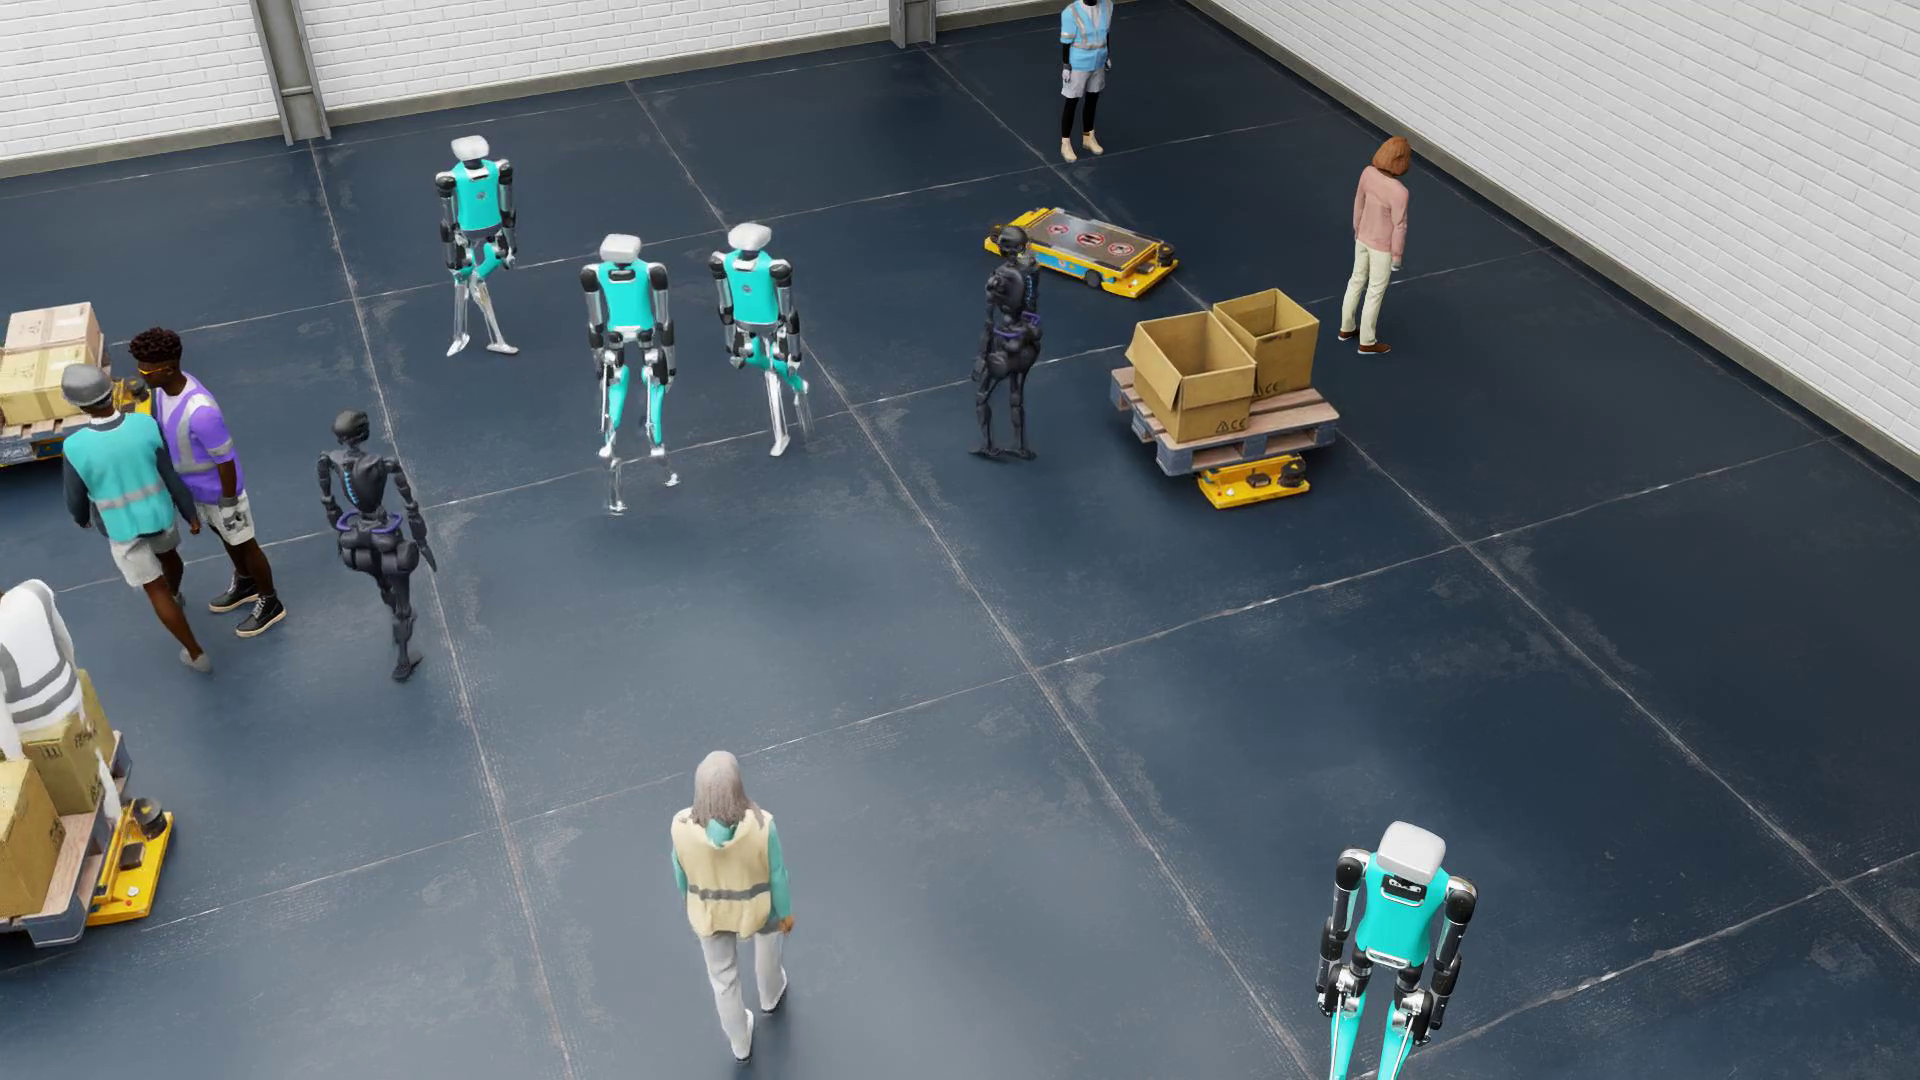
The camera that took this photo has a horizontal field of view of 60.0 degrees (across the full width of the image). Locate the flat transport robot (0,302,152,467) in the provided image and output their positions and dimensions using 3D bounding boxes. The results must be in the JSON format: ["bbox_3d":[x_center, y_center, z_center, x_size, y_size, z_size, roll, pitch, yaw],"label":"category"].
[{"bbox_3d":[-6.262,-0.752,11.253,1.431,0.231,0.659,-12,39,-15],"label":"flat transport robot"}]

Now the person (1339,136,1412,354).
[{"bbox_3d":[2.990,-2.112,11.900,0.265,1.632,0.507,-16,40,-20],"label":"person"}]

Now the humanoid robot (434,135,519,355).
[{"bbox_3d":[-3.484,-2.106,11.805,0.587,1.773,0.877,-22,43,-26],"label":"humanoid robot"}]

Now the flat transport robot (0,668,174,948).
[{"bbox_3d":[-4.676,1.644,8.134,1.431,0.231,0.659,-6,38,-8],"label":"flat transport robot"}]

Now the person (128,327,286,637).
[{"bbox_3d":[-4.203,-0.326,9.306,0.368,1.964,0.607,-29,46,-32],"label":"person"}]

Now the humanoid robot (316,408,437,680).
[{"bbox_3d":[-3.186,-0.018,9.151,0.588,1.636,0.617,6,38,8],"label":"humanoid robot"}]

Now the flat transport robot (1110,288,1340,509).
[{"bbox_3d":[1.729,-0.721,11.212,0.659,0.231,1.431,-11,39,-14],"label":"flat transport robot"}]

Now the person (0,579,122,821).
[{"bbox_3d":[-4.434,0.782,7.944,0.608,1.859,0.605,17,41,21],"label":"person"}]

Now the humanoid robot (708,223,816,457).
[{"bbox_3d":[-1.218,-1.282,10.812,0.539,1.859,0.745,10,39,12],"label":"humanoid robot"}]

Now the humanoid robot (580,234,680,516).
[{"bbox_3d":[-2.033,-0.941,10.322,0.530,1.797,0.801,-2,38,-3],"label":"humanoid robot"}]

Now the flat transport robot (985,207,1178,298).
[{"bbox_3d":[0.966,-2.328,13.304,1.431,0.231,0.659,24,44,28],"label":"flat transport robot"}]

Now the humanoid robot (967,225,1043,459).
[{"bbox_3d":[0.313,-1.274,10.782,0.465,1.637,0.585,25,44,29],"label":"humanoid robot"}]

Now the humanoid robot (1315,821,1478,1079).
[{"bbox_3d":[1.601,1.899,6.487,0.533,1.677,0.735,15,40,18],"label":"humanoid robot"}]

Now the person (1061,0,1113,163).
[{"bbox_3d":[1.102,-4.150,14.502,0.539,1.695,0.317,-22,43,-26],"label":"person"}]

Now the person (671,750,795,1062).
[{"bbox_3d":[-0.957,1.503,7.140,0.506,1.685,0.626,0,38,0],"label":"person"}]

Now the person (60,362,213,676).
[{"bbox_3d":[-4.568,-0.167,9.168,1.010,1.883,0.561,28,46,32],"label":"person"}]
